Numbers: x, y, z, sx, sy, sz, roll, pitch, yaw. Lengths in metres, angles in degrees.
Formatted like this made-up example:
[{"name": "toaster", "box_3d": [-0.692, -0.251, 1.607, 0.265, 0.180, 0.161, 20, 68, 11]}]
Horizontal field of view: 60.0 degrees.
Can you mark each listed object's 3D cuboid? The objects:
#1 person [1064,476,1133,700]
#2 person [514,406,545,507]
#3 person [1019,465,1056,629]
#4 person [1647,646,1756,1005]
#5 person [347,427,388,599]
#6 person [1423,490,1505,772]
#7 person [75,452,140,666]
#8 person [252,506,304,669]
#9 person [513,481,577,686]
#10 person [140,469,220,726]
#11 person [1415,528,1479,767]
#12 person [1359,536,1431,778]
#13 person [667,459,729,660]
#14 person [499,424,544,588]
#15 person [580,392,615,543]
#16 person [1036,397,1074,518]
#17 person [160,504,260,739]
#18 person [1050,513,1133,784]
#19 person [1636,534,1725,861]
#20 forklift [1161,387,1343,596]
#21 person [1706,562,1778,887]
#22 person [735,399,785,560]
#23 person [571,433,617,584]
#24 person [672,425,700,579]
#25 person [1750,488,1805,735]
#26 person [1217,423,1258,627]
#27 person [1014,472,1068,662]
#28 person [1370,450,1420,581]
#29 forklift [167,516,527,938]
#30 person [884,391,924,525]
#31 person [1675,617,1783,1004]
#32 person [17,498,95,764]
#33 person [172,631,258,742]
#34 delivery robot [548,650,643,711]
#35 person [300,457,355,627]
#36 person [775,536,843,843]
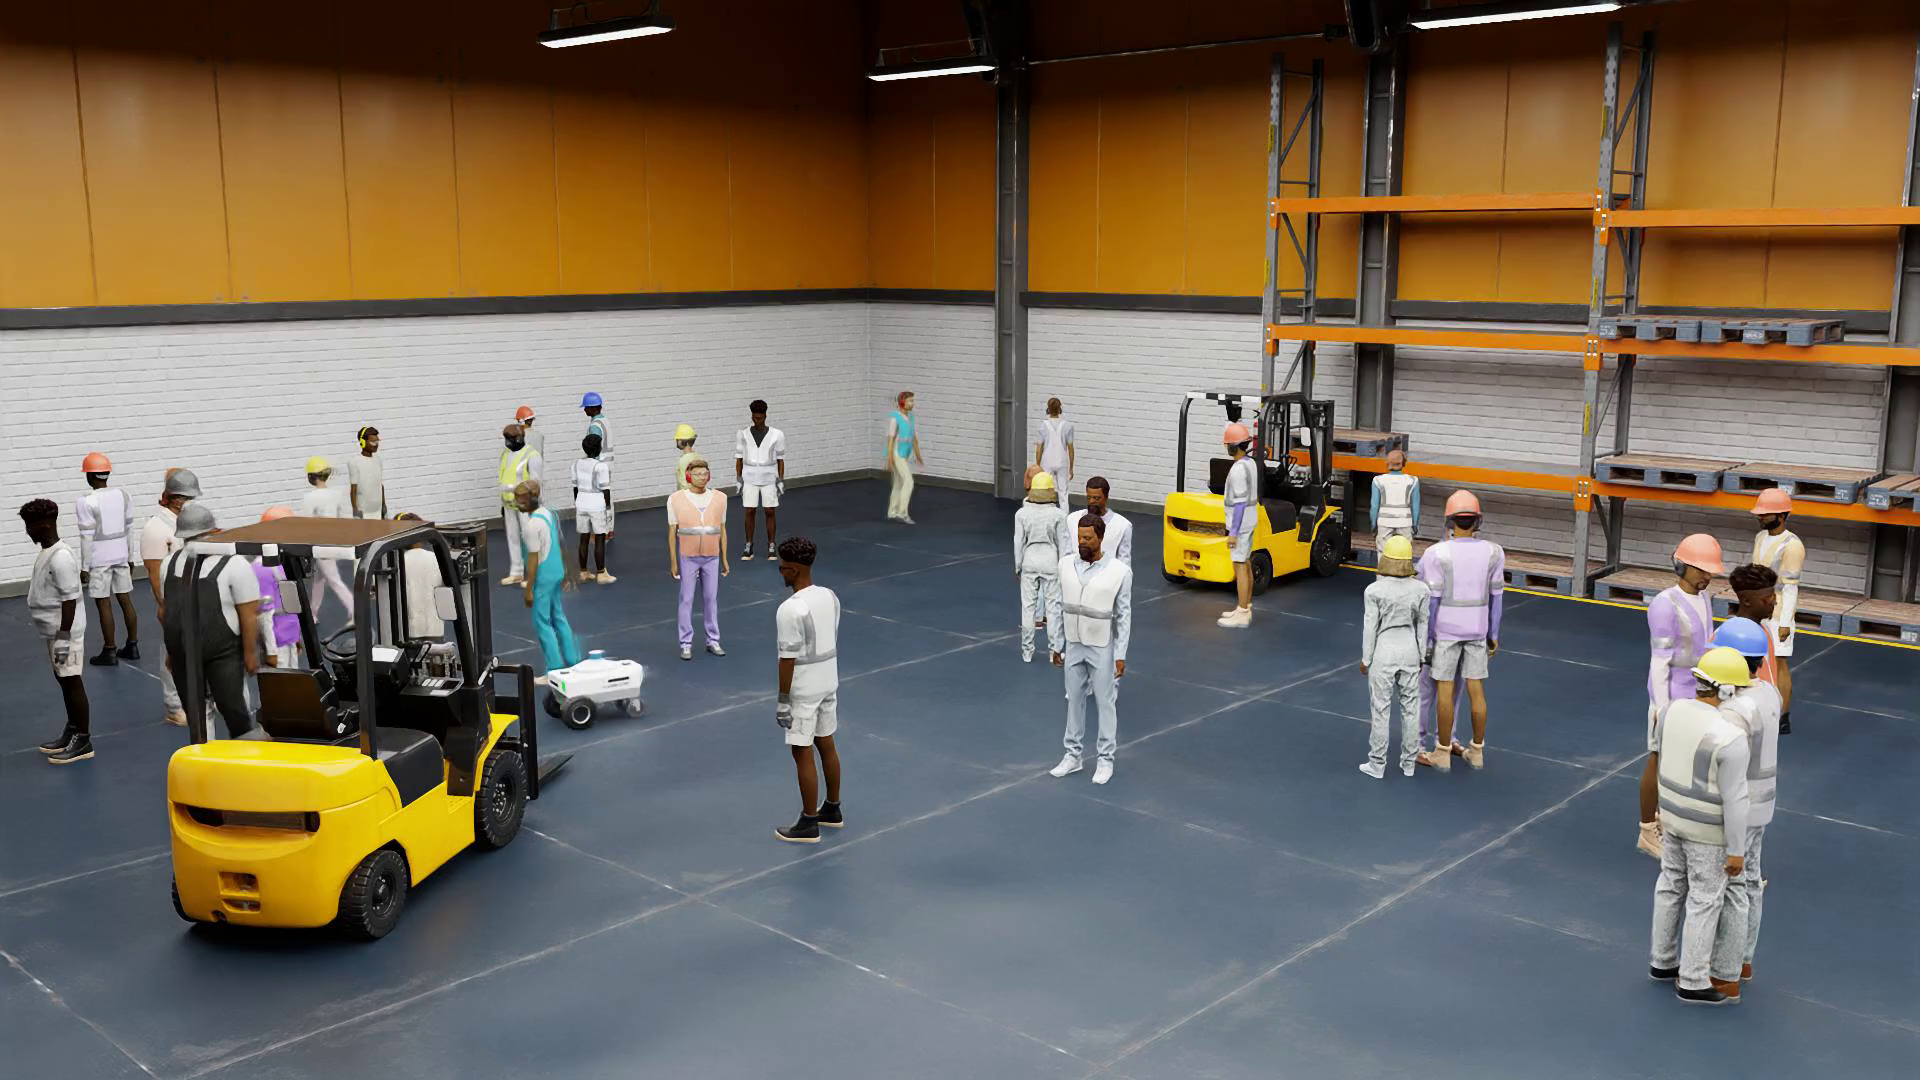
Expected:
[{"name": "person", "box_3d": [1.147, 0.410, 13.789, 0.596, 1.913, 0.386, 6, 12, 31]}, {"name": "person", "box_3d": [-5.555, -0.843, 21.361, 0.330, 1.751, 0.564, 4, 11, 19]}, {"name": "person", "box_3d": [0.771, 0.067, 16.521, 0.279, 1.633, 0.497, 8, 12, 37]}, {"name": "person", "box_3d": [3.708, 1.419, 8.305, 0.403, 1.819, 0.602, -2, 10, -14]}, {"name": "person", "box_3d": [-6.377, -0.298, 17.974, 0.322, 1.860, 0.519, 4, 11, 23]}, {"name": "person", "box_3d": [3.594, 0.655, 12.014, 0.613, 2.039, 0.393, -1, 10, -8]}, {"name": "person", "box_3d": [-7.747, 0.171, 15.065, 0.365, 1.935, 0.552, 4, 11, 23]}, {"name": "person", "box_3d": [-4.899, 0.706, 12.053, 0.382, 1.929, 0.541, -1, 10, -5]}, {"name": "person", "box_3d": [-3.561, 0.359, 14.388, 0.444, 1.803, 0.673, 1, 10, 7]}, {"name": "person", "box_3d": [-6.123, 0.437, 13.257, 0.535, 2.000, 0.687, 2, 10, 11]}, {"name": "person", "box_3d": [3.588, 0.710, 12.151, 0.660, 1.895, 0.409, -6, 12, -33]}, {"name": "person", "box_3d": [3.087, 0.831, 11.863, 0.487, 1.744, 0.296, -2, 10, -9]}, {"name": "person", "box_3d": [-2.407, 0.168, 15.329, 0.565, 1.850, 0.390, -5, 11, -26]}, {"name": "person", "box_3d": [-4.894, -0.385, 18.551, 0.645, 1.831, 0.430, 8, 13, 38]}, {"name": "person", "box_3d": [-4.642, -0.930, 21.338, 0.416, 1.939, 0.604, 0, 10, 1]}, {"name": "person", "box_3d": [1.229, -0.932, 21.620, 0.506, 1.842, 0.346, 0, 10, 0]}, {"name": "person", "box_3d": [-5.243, 0.725, 11.614, 0.704, 2.000, 0.638, 2, 10, 10]}, {"name": "person", "box_3d": [0.930, 0.756, 11.788, 0.587, 1.920, 0.391, 6, 12, 32]}, {"name": "person", "box_3d": [4.470, 0.962, 10.282, 0.605, 2.036, 0.393, -9, 13, -42]}, {"name": "forklift", "box_3d": [3.298, -0.608, 18.767, 1.214, 2.155, 2.313, 9, 13, 42]}, {"name": "person", "box_3d": [4.549, 1.100, 9.692, 0.604, 1.966, 0.367, -10, 14, -44]}, {"name": "person", "box_3d": [-2.415, -0.723, 20.095, 0.603, 1.959, 0.380, 0, 10, 0]}, {"name": "person", "box_3d": [-4.127, -0.351, 18.719, 0.540, 1.695, 0.317, 6, 12, 30]}, {"name": "person", "box_3d": [-3.113, -0.434, 19.002, 0.317, 1.767, 0.525, 1, 10, 7]}, {"name": "person", "box_3d": [6.287, 0.552, 12.937, 0.399, 1.928, 0.542, -1, 10, -5]}, {"name": "person", "box_3d": [2.762, -0.144, 16.568, 0.394, 2.040, 0.609, 4, 11, 21]}, {"name": "person", "box_3d": [0.743, 0.248, 15.182, 0.492, 1.740, 0.319, 2, 10, 10]}, {"name": "person", "box_3d": [4.621, -0.140, 17.691, 0.512, 1.638, 0.312, 2, 10, 14]}, {"name": "forklift", "box_3d": [-3.583, 0.976, 9.748, 1.214, 2.155, 2.313, 2, 10, 11]}, {"name": "person", "box_3d": [-0.751, -1.113, 22.699, 0.635, 1.827, 0.566, 3, 11, 19]}, {"name": "person", "box_3d": [3.876, 1.345, 8.344, 0.389, 1.949, 0.602, 8, 13, 40]}, {"name": "person", "box_3d": [-6.639, 0.657, 12.235, 0.380, 1.958, 0.602, -7, 12, -35]}, {"name": "person", "box_3d": [-5.266, 0.806, 11.736, 0.590, 1.837, 0.403, -7, 12, -36]}, {"name": "delivery robot", "box_3d": [-2.905, 1.127, 13.291, 0.707, 0.478, 0.477, -7, 12, -34]}, {"name": "person", "box_3d": [-6.263, 0.036, 16.449, 0.899, 1.723, 0.539, 2, 10, 12]}, {"name": "person", "box_3d": [-0.982, 0.943, 10.629, 0.387, 1.957, 0.604, 5, 11, 25]}]
